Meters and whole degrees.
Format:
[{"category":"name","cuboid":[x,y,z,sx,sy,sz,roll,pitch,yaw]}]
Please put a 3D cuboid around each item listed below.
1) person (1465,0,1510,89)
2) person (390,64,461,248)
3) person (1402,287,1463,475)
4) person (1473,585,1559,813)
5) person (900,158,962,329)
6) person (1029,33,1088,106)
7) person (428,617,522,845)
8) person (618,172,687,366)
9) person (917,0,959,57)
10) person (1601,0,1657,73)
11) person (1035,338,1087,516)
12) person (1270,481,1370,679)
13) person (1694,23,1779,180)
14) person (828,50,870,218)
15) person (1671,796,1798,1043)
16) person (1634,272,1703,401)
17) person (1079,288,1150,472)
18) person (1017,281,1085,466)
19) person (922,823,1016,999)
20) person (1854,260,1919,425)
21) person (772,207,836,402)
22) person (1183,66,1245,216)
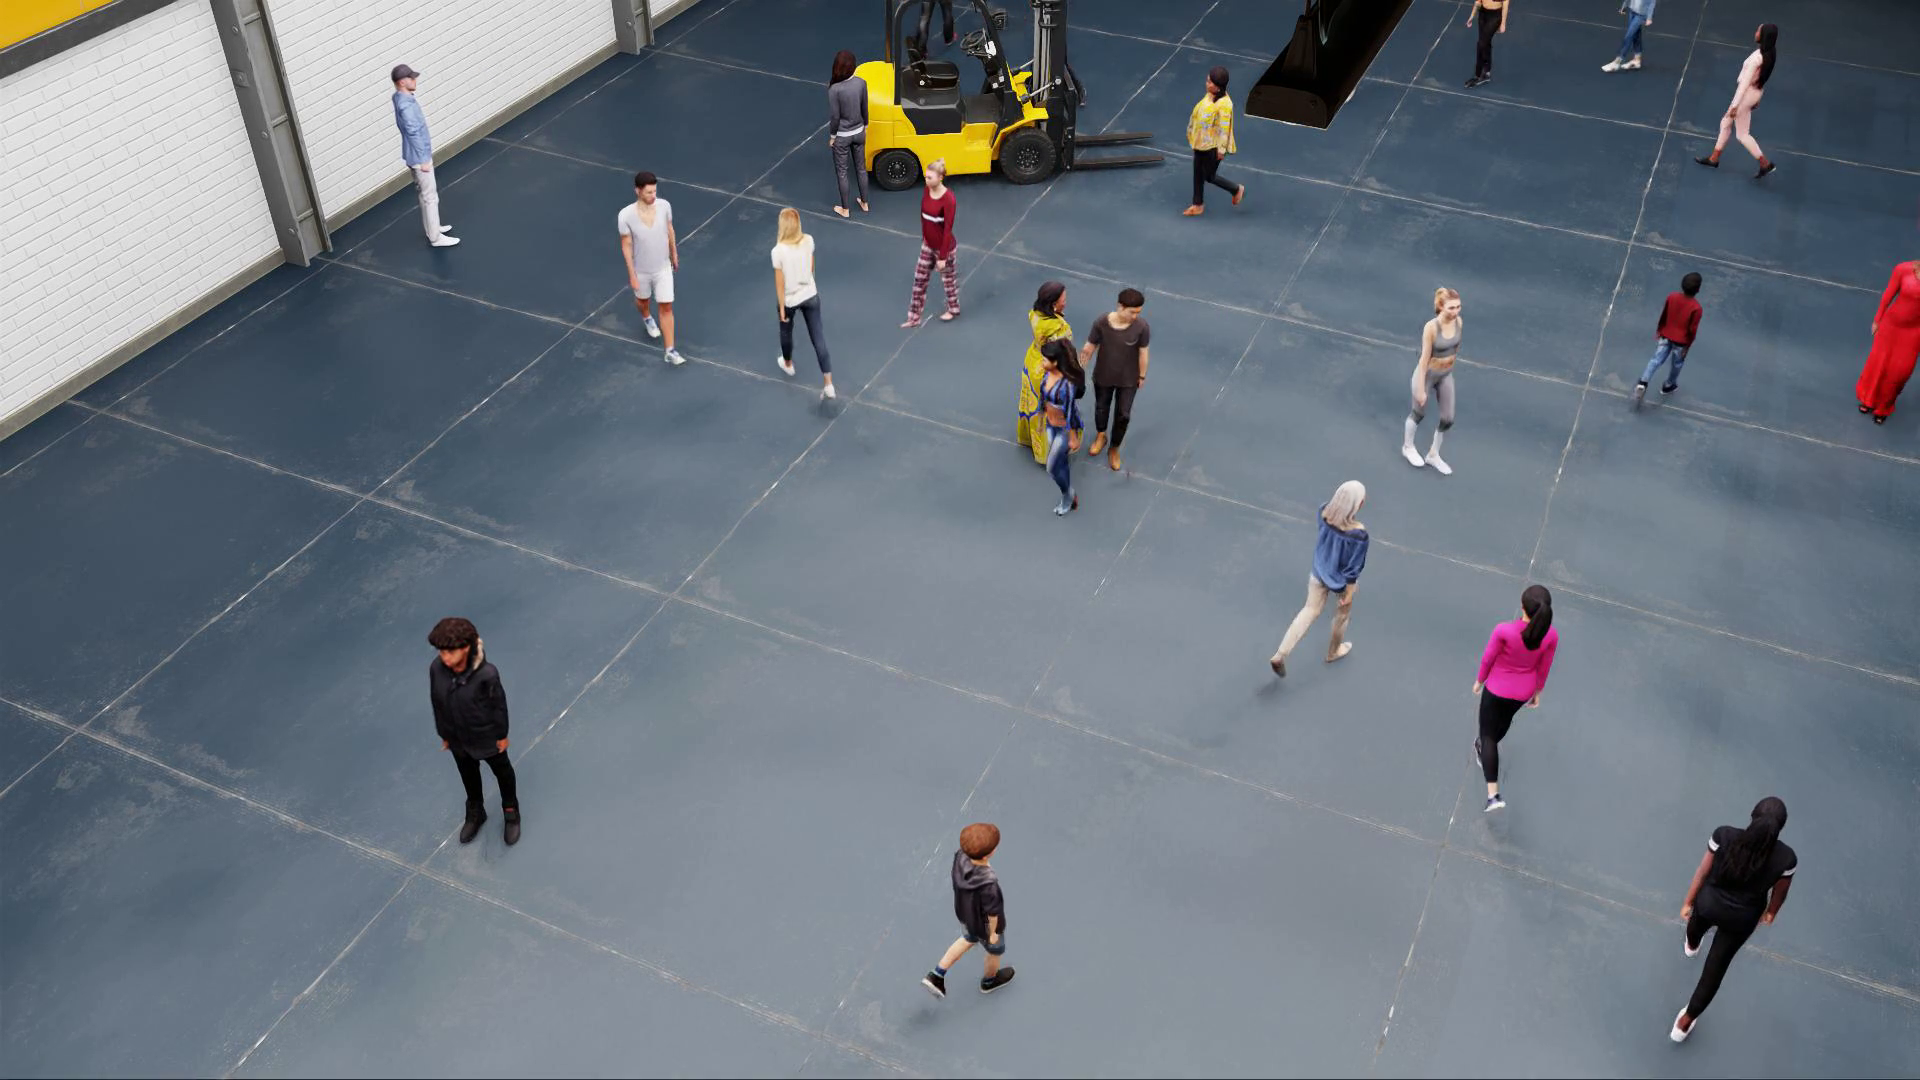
[{"category":"person","cuboid":[6.416,-6.265,19.943,0.839,1.626,0.751,-22,43,-25]},{"category":"person","cuboid":[-5.452,-3.873,16.741,0.776,1.884,0.743,-18,42,-21]},{"category":"person","cuboid":[3.858,-1.369,13.758,0.807,1.693,0.862,-17,42,-20]},{"category":"person","cuboid":[3.579,1.035,10.772,0.842,1.674,1.150,2,39,2]},{"category":"person","cuboid":[-0.135,-2.775,15.532,0.802,1.677,1.011,29,47,32]},{"category":"person","cuboid":[1.099,-5.859,19.360,1.127,1.718,0.989,-24,44,-27]},{"category":"person","cuboid":[-3.067,1.181,10.494,0.700,1.781,0.705,4,39,4]},{"category":"person","cuboid":[-2.868,-2.544,15.152,1.238,1.790,1.238,-18,42,-21]},{"category":"person","cuboid":[-0.349,-6.841,20.564,0.642,1.761,1.107,17,42,20]},{"category":"person","cuboid":[8.364,-6.435,20.290,0.890,1.458,0.863,-7,39,-8]},{"category":"person","cuboid":[0.865,-0.904,13.243,0.782,1.608,0.750,-21,43,-24]},{"category":"person","cuboid":[2.558,0.303,11.686,1.128,1.677,0.915,-25,45,-28]},{"category":"person","cuboid":[8.558,-4.693,17.919,0.904,1.693,1.125,29,47,31]},{"category":"person","cuboid":[-1.154,-4.227,17.276,0.636,1.768,0.753,-23,44,-26]},{"category":"person","cuboid":[4.293,2.153,9.355,0.734,1.683,1.170,22,43,25]},{"category":"person","cuboid":[6.256,-1.762,14.614,0.877,1.239,0.699,-29,47,-31]},{"category":"person","cuboid":[1.309,-1.435,13.848,0.780,1.684,0.752,14,41,17]},{"category":"person","cuboid":[0.730,-1.410,13.844,1.054,1.660,0.996,-13,40,-16]},{"category":"person","cuboid":[0.065,2.166,9.540,0.905,1.432,0.782,-21,43,-25]},{"category":"person","cuboid":[8.126,-1.866,14.326,0.626,1.771,0.708,17,42,20]},{"category":"person","cuboid":[-1.351,-2.033,14.525,1.161,1.773,1.135,-17,42,-20]},{"category":"person","cuboid":[2.672,-4.093,17.253,1.053,1.588,1.003,-10,40,-13]}]
